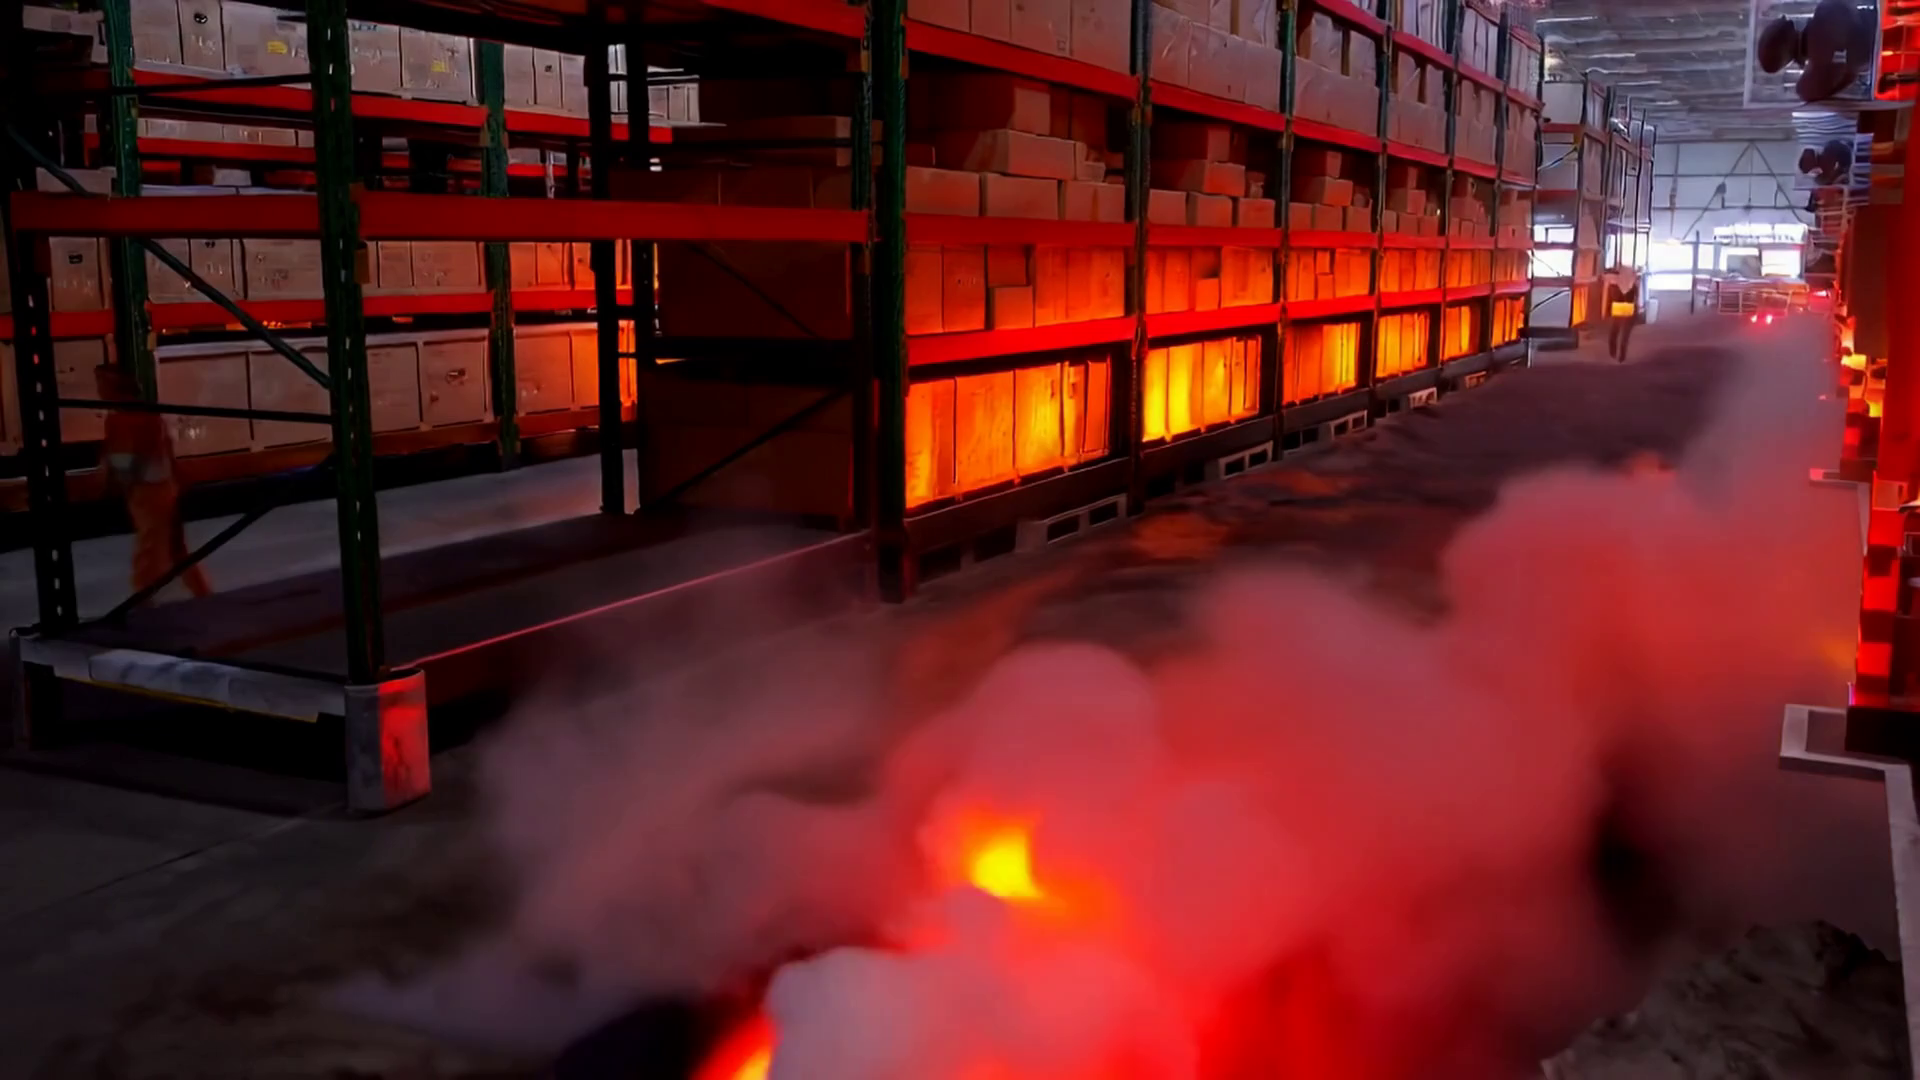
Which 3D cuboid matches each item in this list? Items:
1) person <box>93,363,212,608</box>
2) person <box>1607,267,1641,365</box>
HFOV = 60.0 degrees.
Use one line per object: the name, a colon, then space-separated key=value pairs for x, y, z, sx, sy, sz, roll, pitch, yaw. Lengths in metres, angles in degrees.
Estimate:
person: x=-4.470 y=-0.204 z=9.280 sx=0.816 sy=1.585 sz=0.552 roll=-1 pitch=10 yaw=-4
person: x=12.898 y=-4.353 z=32.362 sx=0.590 sy=1.907 sz=0.446 roll=3 pitch=10 yaw=16
